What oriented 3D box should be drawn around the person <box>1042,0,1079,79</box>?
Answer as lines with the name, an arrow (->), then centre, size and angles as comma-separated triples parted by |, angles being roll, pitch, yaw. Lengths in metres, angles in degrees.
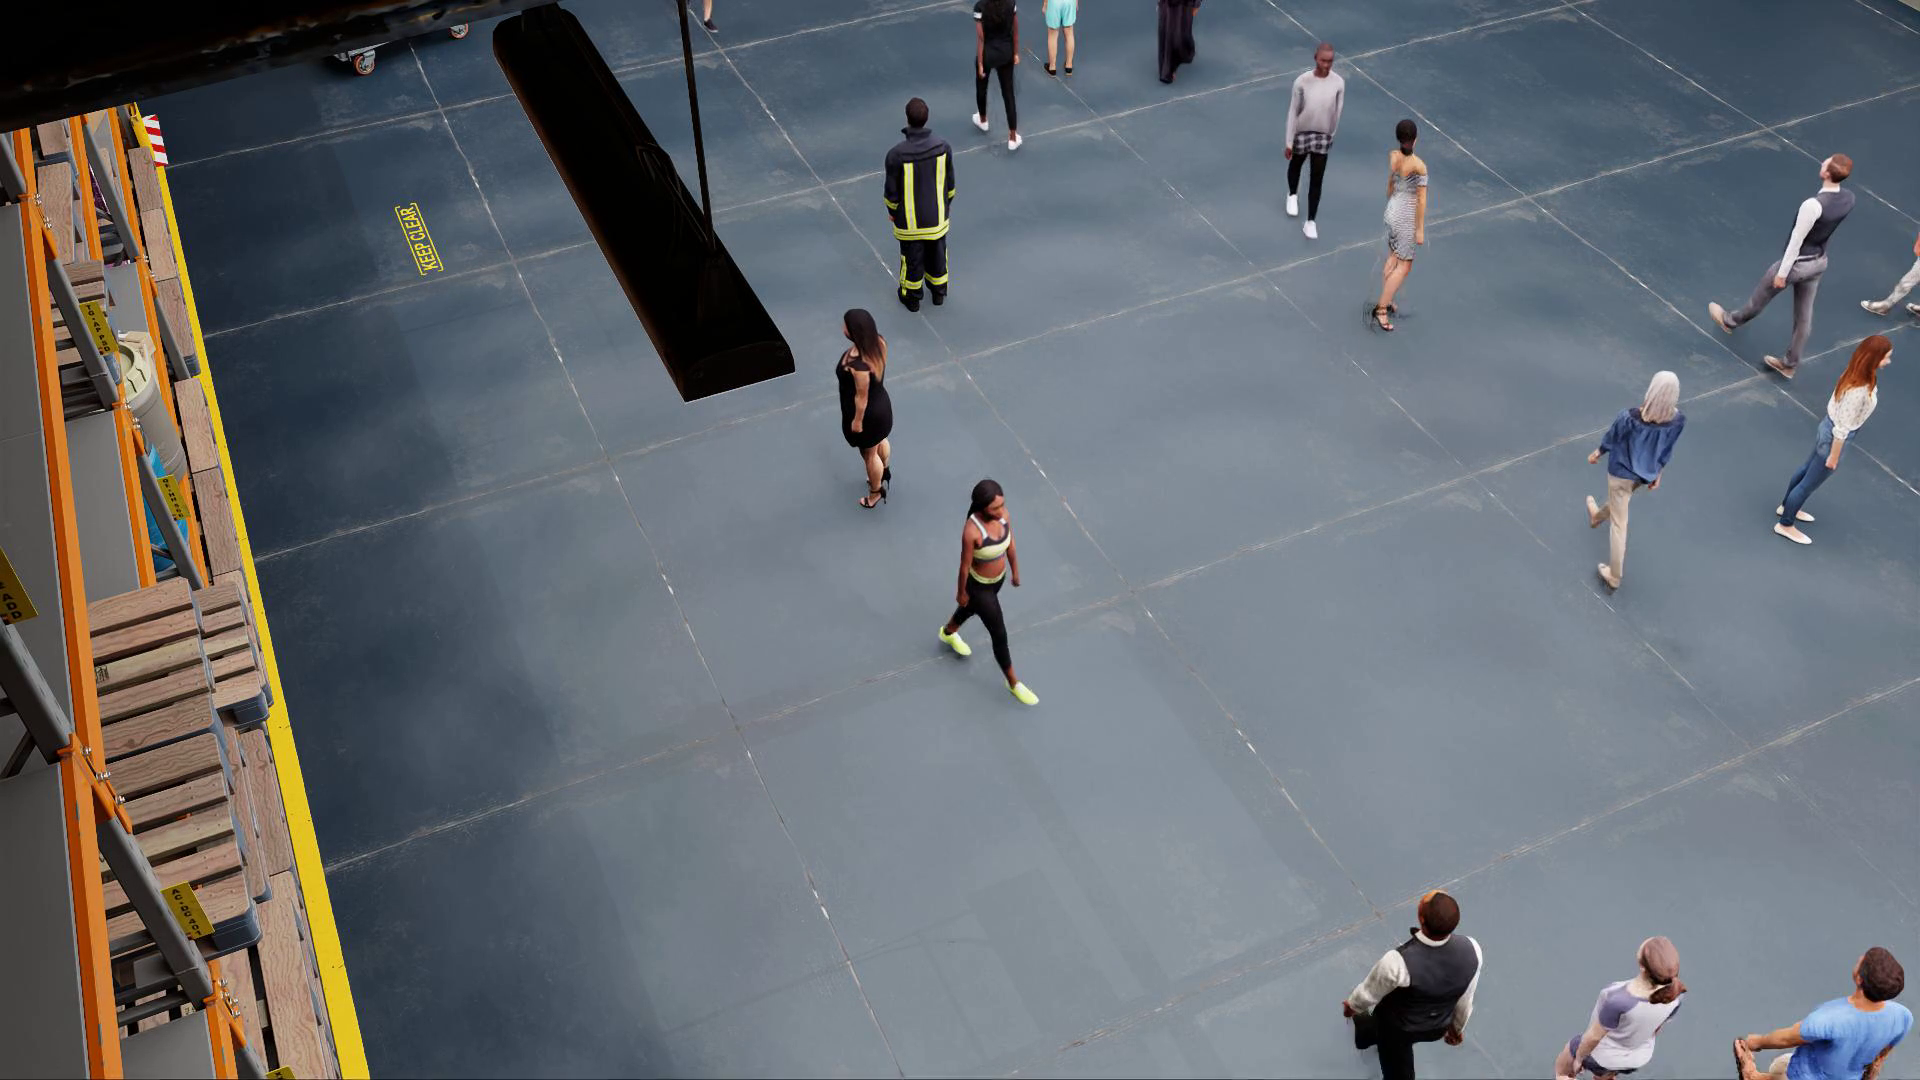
person -> 1.028, -5.491, 16.953 | 0.600, 1.558, 0.598 | -7, 44, -8

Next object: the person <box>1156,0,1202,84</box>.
person -> 2.231, -5.498, 16.927 | 0.867, 1.605, 0.928 | 14, 45, 14

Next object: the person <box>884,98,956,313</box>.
person -> -0.326, -2.778, 13.838 | 0.797, 1.927, 0.679 | -14, 45, -14

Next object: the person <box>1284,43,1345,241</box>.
person -> 3.123, -3.669, 14.909 | 0.952, 1.741, 1.140 | 3, 44, 3

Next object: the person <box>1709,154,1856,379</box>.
person -> 6.737, -2.133, 13.181 | 0.699, 1.900, 1.148 | -16, 46, -16

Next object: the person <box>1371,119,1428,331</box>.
person -> 3.618, -2.574, 13.725 | 0.789, 1.788, 0.552 | -7, 44, -7

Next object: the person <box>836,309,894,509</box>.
person -> -0.664, -0.953, 12.075 | 0.822, 1.716, 0.743 | 9, 44, 9

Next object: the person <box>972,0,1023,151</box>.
person -> 0.371, -4.558, 15.882 | 0.672, 1.684, 1.037 | -13, 45, -14

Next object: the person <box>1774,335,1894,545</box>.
person -> 6.221, -0.741, 11.844 | 0.685, 1.728, 0.649 | 18, 47, 18

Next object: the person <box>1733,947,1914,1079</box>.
person -> 4.234, 2.733, 8.131 | 0.865, 1.819, 1.258 | -6, 44, -7

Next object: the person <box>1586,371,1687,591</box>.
person -> 4.673, -0.388, 11.532 | 0.888, 1.648, 1.195 | -3, 44, -3

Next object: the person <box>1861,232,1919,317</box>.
person -> 8.153, -2.378, 13.886 | 0.868, 1.281, 0.761 | 23, 48, 22

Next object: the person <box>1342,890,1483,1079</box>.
person -> 2.293, 2.496, 8.341 | 0.877, 1.873, 1.258 | -9, 44, -10

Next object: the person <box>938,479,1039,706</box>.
person -> 0.103, 0.242, 10.828 | 1.200, 1.706, 0.894 | 32, 52, 29

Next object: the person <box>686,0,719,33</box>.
person -> -2.861, -6.320, 17.669 | 0.665, 1.771, 0.961 | -23, 48, -22

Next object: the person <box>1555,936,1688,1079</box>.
person -> 3.299, 2.605, 8.315 | 0.718, 1.752, 0.874 | -4, 44, -5
